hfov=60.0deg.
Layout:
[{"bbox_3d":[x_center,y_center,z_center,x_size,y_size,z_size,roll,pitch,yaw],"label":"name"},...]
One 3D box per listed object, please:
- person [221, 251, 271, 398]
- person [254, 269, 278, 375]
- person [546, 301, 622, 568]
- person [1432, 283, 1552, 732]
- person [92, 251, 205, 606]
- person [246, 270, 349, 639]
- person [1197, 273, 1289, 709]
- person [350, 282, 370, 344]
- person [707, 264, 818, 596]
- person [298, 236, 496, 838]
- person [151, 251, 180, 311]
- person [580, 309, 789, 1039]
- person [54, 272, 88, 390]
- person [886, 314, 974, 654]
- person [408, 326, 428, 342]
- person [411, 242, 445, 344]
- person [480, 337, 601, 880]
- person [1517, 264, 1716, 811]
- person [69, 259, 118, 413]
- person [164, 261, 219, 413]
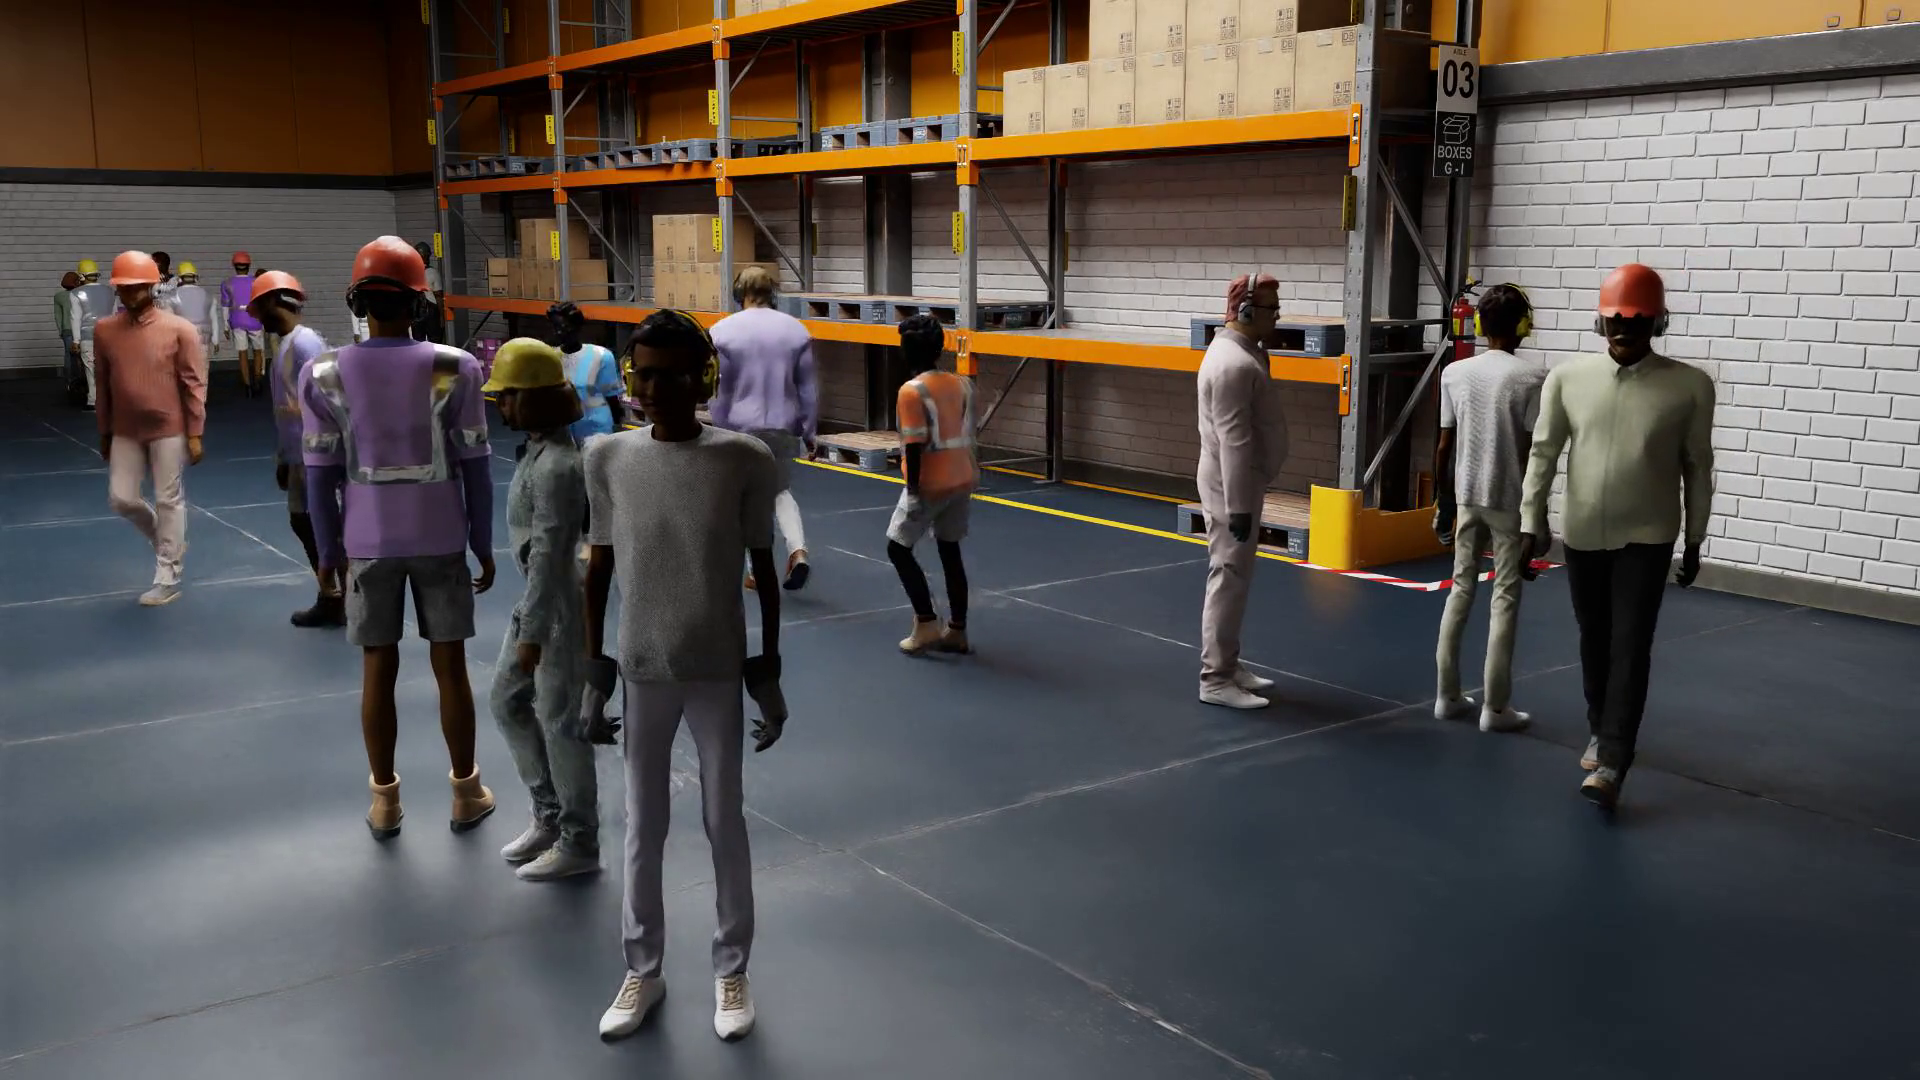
[{"bbox_3d":[-9.429,-2.844,21.986,0.578,1.905,0.858,-4,11,-20],"label":"person"},{"bbox_3d":[-10.713,-3.358,25.639,0.507,1.631,0.266,-6,12,-29],"label":"person"},{"bbox_3d":[-2.387,-0.654,10.375,0.547,1.663,0.595,2,10,9],"label":"person"},{"bbox_3d":[2.228,-0.132,6.950,0.324,1.860,0.521,-9,14,-42],"label":"person"},{"bbox_3d":[-4.549,-0.630,9.379,0.638,1.980,0.508,0,10,2],"label":"person"},{"bbox_3d":[-3.333,-0.426,8.545,0.394,1.892,0.734,-8,13,-38],"label":"person"},{"bbox_3d":[1.234,-0.212,7.295,0.399,1.896,0.648,2,10,10],"label":"person"},{"bbox_3d":[-7.306,-2.619,20.798,0.575,1.885,0.355,-8,13,-37],"label":"person"},{"bbox_3d":[-1.106,-0.606,9.476,0.635,1.913,0.565,-5,11,-28],"label":"person"},{"bbox_3d":[-1.897,0.000,5.682,0.605,2.045,0.383,-2,10,-12],"label":"person"},{"bbox_3d":[-9.891,-2.634,20.785,0.596,1.918,0.384,4,11,23],"label":"person"},{"bbox_3d":[-0.703,0.350,4.222,0.535,1.864,0.309,0,10,2],"label":"person"},{"bbox_3d":[-12.188,-2.873,22.922,0.508,1.632,0.270,1,10,3],"label":"person"},{"bbox_3d":[-0.150,-0.256,8.129,0.430,1.681,0.553,7,12,33],"label":"person"},{"bbox_3d":[-7.799,-3.152,23.918,0.624,1.840,0.429,-2,10,-9],"label":"person"},{"bbox_3d":[-7.641,-3.249,23.890,0.689,2.000,0.539,3,11,19],"label":"person"},{"bbox_3d":[-1.350,0.233,5.217,0.433,1.727,0.514,-3,11,-19],"label":"person"},{"bbox_3d":[2.368,-0.020,6.080,0.632,1.936,1.019,7,12,33],"label":"person"},{"bbox_3d":[-10.390,-2.446,19.965,0.403,1.837,0.590,6,12,30],"label":"person"},{"bbox_3d":[-9.078,-2.387,19.680,0.615,1.816,0.632,-7,12,-36],"label":"person"}]
